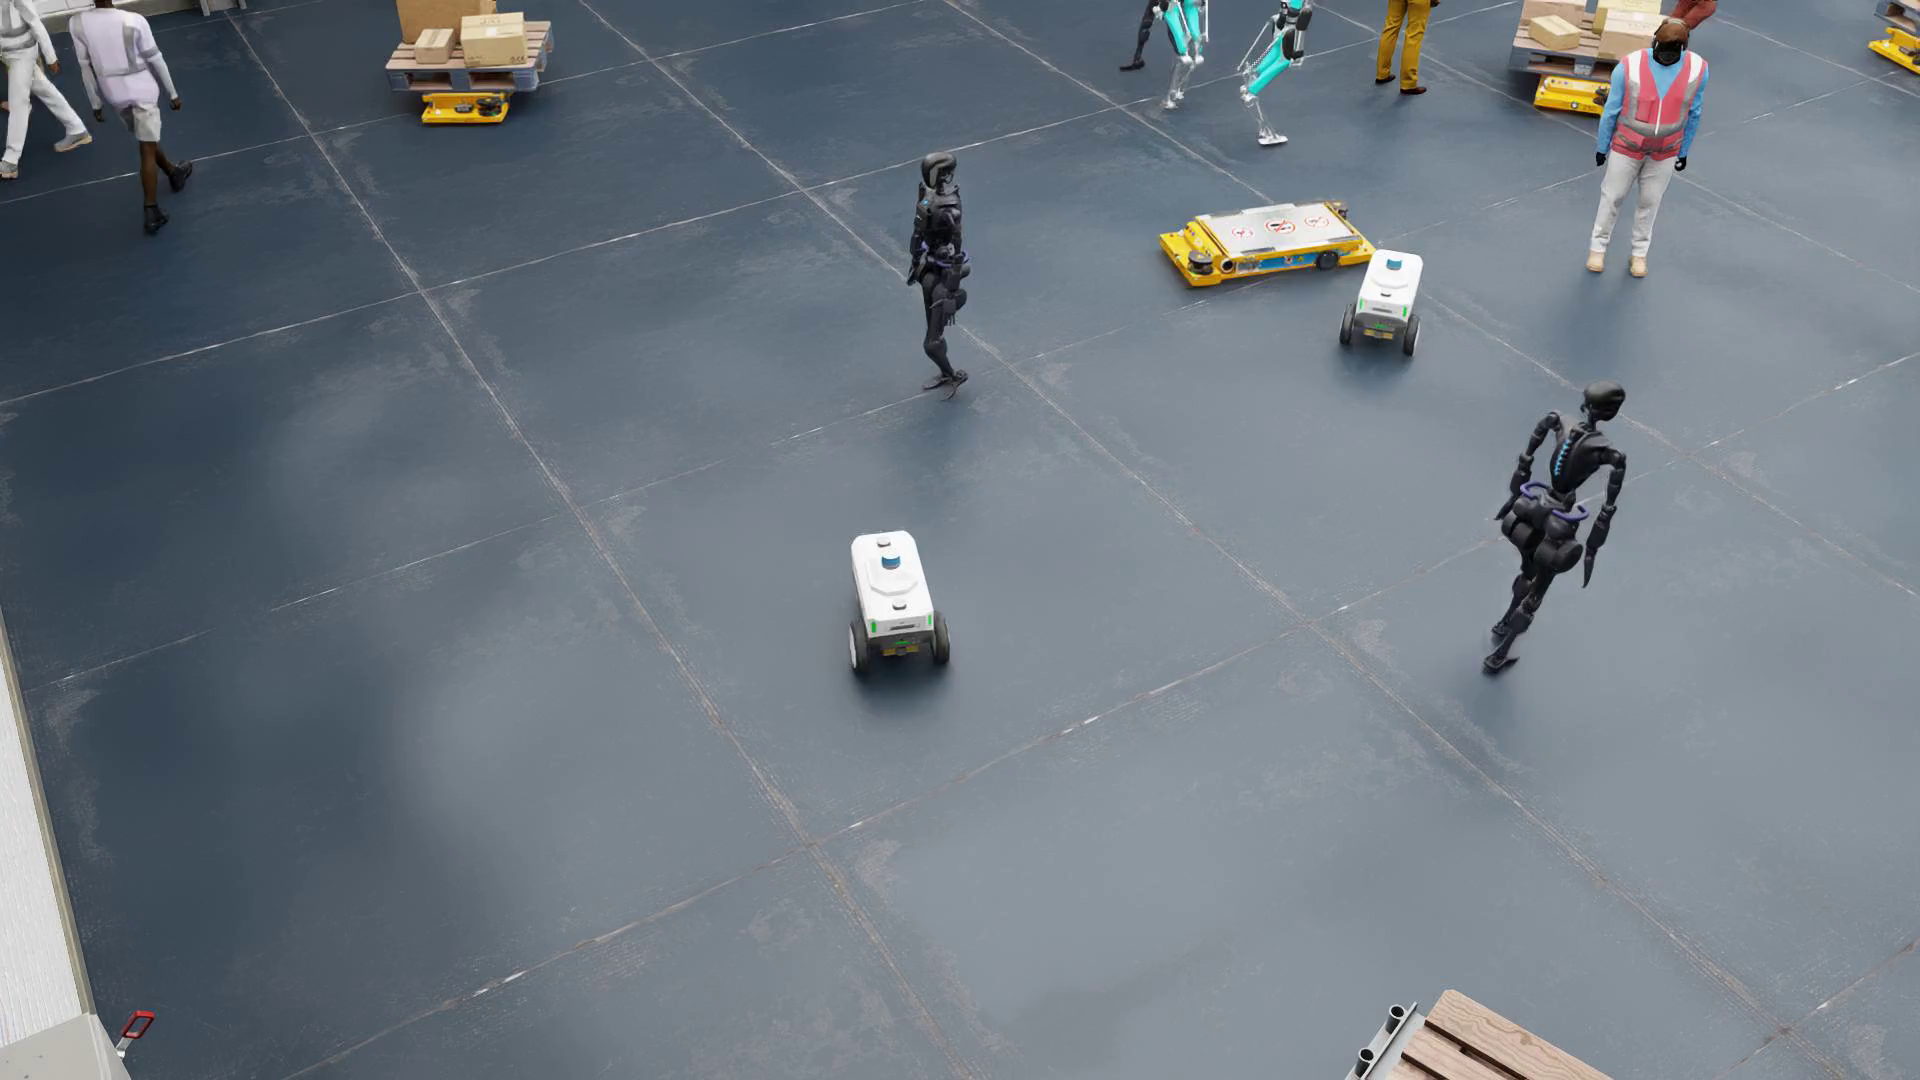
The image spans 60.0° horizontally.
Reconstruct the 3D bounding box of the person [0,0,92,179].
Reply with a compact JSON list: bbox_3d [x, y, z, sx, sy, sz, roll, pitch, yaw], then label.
[{"bbox_3d":[-7.301,-3.716,12.727,0.643,1.816,1.000,18,42,22],"label":"person"}]

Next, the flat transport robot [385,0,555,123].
[{"bbox_3d":[-4.140,-3.949,14.275,0.659,0.231,1.431,-1,38,-1],"label":"flat transport robot"}]

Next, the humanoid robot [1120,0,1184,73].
[{"bbox_3d":[1.757,-4.785,14.227,0.603,1.645,0.584,-11,40,-14],"label":"humanoid robot"}]

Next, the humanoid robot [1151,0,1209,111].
[{"bbox_3d":[1.894,-4.398,13.650,0.544,1.783,0.735,-14,41,-17],"label":"humanoid robot"}]

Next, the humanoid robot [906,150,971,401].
[{"bbox_3d":[-0.141,-1.624,10.205,0.335,1.643,0.589,-19,42,-23],"label":"humanoid robot"}]

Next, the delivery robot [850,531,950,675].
[{"bbox_3d":[-0.351,0.308,8.673,0.499,0.595,0.781,-7,39,-9],"label":"delivery robot"}]

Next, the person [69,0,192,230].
[{"bbox_3d":[-6.033,-3.286,12.136,0.565,1.884,1.014,-1,38,-1],"label":"person"}]

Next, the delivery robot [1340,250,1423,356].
[{"bbox_3d":[2.854,-1.607,11.105,0.499,0.614,0.815,13,40,15],"label":"delivery robot"}]

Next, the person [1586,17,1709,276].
[{"bbox_3d":[4.699,-2.700,11.444,0.636,1.833,0.430,7,39,8],"label":"person"}]

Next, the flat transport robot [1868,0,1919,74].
[{"bbox_3d":[8.975,-4.445,14.901,1.431,0.231,0.659,-11,40,-14],"label":"flat transport robot"}]

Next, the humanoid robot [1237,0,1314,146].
[{"bbox_3d":[2.427,-3.907,13.026,0.666,1.775,0.540,-4,39,-5],"label":"humanoid robot"}]

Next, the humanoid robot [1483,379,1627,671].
[{"bbox_3d":[2.907,-0.071,8.257,0.544,1.630,0.608,-24,44,-27],"label":"humanoid robot"}]

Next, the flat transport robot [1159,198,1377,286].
[{"bbox_3d":[2.230,-2.151,12.006,1.431,0.231,0.659,-10,39,-12],"label":"flat transport robot"}]

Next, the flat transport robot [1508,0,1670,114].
[{"bbox_3d":[5.402,-4.078,14.438,0.659,0.231,1.431,13,40,16],"label":"flat transport robot"}]

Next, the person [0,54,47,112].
[{"bbox_3d":[-7.919,-4.416,13.663,0.374,1.763,0.520,6,39,8],"label":"person"}]

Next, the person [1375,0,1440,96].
[{"bbox_3d":[3.803,-4.616,13.923,0.344,1.751,0.523,-23,44,-26],"label":"person"}]

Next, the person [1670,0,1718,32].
[{"bbox_3d":[6.395,-4.997,14.316,0.466,1.856,0.575,16,41,19],"label":"person"}]
